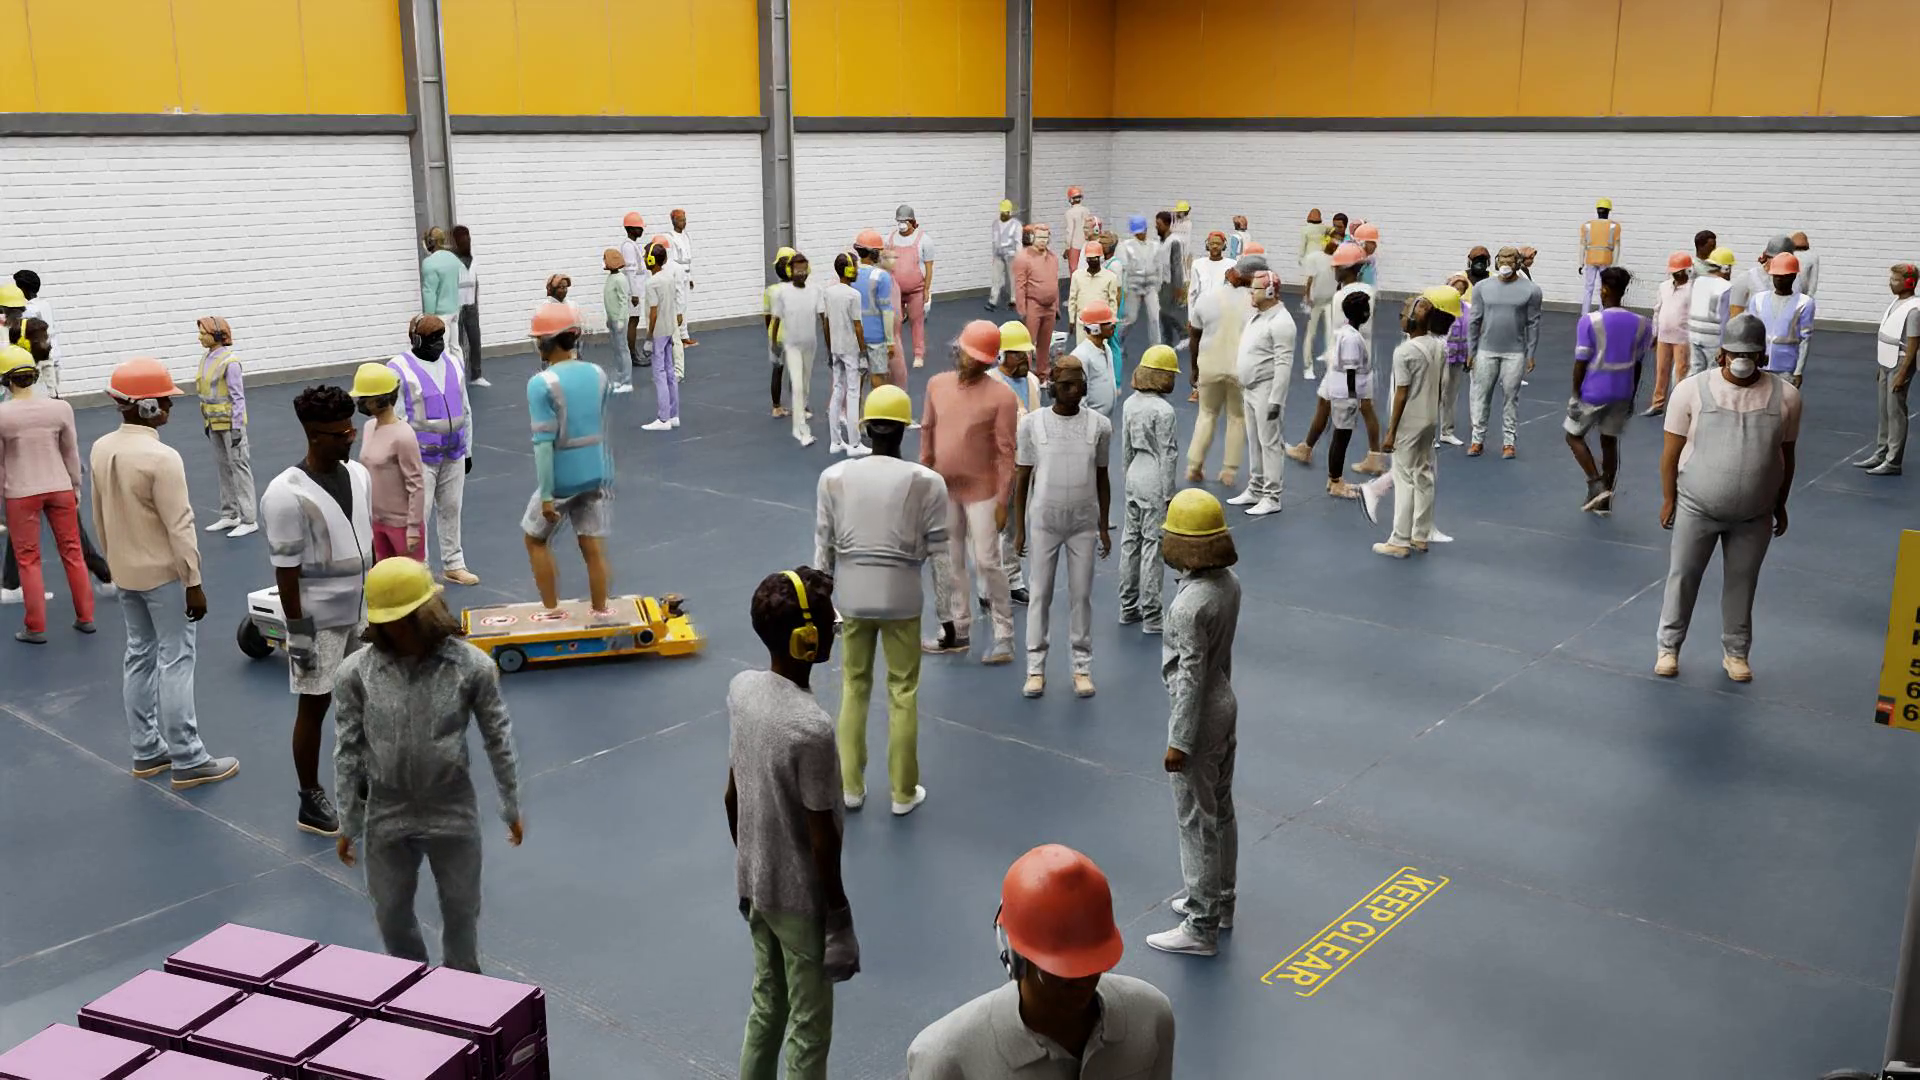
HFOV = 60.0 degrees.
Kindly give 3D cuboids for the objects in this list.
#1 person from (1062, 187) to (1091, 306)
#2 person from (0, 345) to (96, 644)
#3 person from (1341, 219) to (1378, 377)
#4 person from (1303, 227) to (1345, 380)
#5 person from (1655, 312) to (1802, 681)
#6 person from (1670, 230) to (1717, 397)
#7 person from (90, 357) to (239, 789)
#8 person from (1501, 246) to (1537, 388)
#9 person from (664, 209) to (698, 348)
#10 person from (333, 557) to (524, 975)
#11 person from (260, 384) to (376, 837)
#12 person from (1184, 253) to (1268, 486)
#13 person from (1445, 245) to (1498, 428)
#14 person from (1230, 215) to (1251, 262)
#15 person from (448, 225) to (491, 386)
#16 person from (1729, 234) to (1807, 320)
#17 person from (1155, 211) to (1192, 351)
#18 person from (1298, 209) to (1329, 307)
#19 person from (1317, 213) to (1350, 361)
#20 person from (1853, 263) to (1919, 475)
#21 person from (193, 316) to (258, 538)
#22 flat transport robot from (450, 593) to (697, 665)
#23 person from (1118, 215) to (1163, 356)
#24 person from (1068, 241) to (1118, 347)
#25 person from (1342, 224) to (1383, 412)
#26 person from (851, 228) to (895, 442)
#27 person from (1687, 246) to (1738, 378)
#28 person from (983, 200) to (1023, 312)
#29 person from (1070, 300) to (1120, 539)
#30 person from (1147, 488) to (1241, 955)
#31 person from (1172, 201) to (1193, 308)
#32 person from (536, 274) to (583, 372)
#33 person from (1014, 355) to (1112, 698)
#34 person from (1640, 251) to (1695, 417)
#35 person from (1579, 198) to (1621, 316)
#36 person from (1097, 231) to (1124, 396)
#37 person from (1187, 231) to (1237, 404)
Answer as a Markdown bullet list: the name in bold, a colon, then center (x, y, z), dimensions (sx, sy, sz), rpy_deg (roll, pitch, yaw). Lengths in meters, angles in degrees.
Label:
- **person**: center (1.947, -4.934, 27.998), dimensions (0.392, 1.988, 0.609), rpy_deg (12, 18, 40)
- **person**: center (-5.466, -0.270, 9.834), dimensions (0.350, 1.758, 0.522), rpy_deg (12, 19, 40)
- **person**: center (4.767, -2.908, 20.067), dimensions (0.409, 1.909, 0.641), rpy_deg (-12, 18, -39)
- **person**: center (4.312, -2.759, 19.642), dimensions (0.562, 1.811, 0.965), rpy_deg (-2, 14, -10)
- **person**: center (4.188, -0.225, 9.072), dimensions (0.686, 2.000, 0.535), rpy_deg (4, 15, 14)
- **person**: center (7.847, -2.345, 17.791), dimensions (0.379, 1.918, 0.597), rpy_deg (11, 18, 38)
- **person**: center (-3.689, 0.151, 7.663), dimensions (0.623, 1.992, 0.396), rpy_deg (8, 16, 30)
- **person**: center (6.503, -2.596, 19.363), dimensions (0.310, 1.640, 0.514), rpy_deg (10, 17, 35)
- **person**: center (-3.834, -3.576, 22.782), dimensions (0.349, 1.882, 0.584), rpy_deg (5, 15, 19)
- **person**: center (-1.700, 0.873, 5.326), dimensions (0.558, 1.725, 0.418), rpy_deg (-3, 14, -13)
- **person**: center (-2.701, 0.296, 7.169), dimensions (0.386, 1.957, 0.603), rpy_deg (4, 15, 17)
- **person**: center (2.264, -1.456, 13.992), dimensions (0.766, 2.000, 0.543), rpy_deg (4, 15, 16)
- **person**: center (5.117, -2.006, 16.596), dimensions (0.624, 1.845, 0.430), rpy_deg (1, 14, 3)
- **person**: center (4.364, -4.230, 25.918), dimensions (0.316, 1.630, 0.509), rpy_deg (11, 18, 37)
- **person**: center (-5.917, -2.741, 19.458), dimensions (0.784, 1.887, 0.636), rpy_deg (7, 16, 26)
- **person**: center (7.525, -1.832, 15.496), dimensions (0.676, 2.000, 0.536), rpy_deg (1, 14, 4)
- **person**: center (2.810, -3.441, 22.228), dimensions (0.474, 1.896, 0.620), rpy_deg (-3, 14, -11)
- **person**: center (5.924, -4.729, 27.893), dimensions (0.499, 1.634, 0.279), rpy_deg (-2, 14, -6)
- **person**: center (4.876, -3.239, 21.393), dimensions (0.386, 1.912, 0.596), rpy_deg (-12, 18, -39)
- **person**: center (8.171, -1.484, 14.497), dimensions (0.390, 1.847, 0.565), rpy_deg (3, 14, 11)
- **person**: center (-5.459, -0.843, 12.355), dimensions (0.514, 1.641, 0.309), rpy_deg (12, 18, 40)
- **flat transport robot**: center (-2.291, 0.527, 9.655), dimensions (1.431, 0.197, 0.652), rpy_deg (-4, 15, -16)
- **person**: center (2.308, -3.252, 21.474), dimensions (0.636, 1.900, 0.739), rpy_deg (-4, 15, -15)
- **person**: center (1.474, -2.452, 18.554), dimensions (0.562, 1.752, 0.324), rpy_deg (4, 15, 17)
- **person**: center (4.256, -2.366, 17.743), dimensions (0.406, 1.987, 0.615), rpy_deg (8, 16, 29)
- **person**: center (-0.863, -1.958, 15.994), dimensions (0.607, 2.044, 0.375), rpy_deg (10, 17, 35)
- **person**: center (7.540, -2.027, 16.716), dimensions (0.405, 1.828, 0.616), rpy_deg (-5, 15, -18)
- **person**: center (0.708, -4.615, 27.098), dimensions (0.613, 1.792, 0.903), rpy_deg (8, 16, 28)
- **person**: center (1.003, -0.903, 12.352), dimensions (0.319, 1.755, 0.572), rpy_deg (7, 16, 25)
- **person**: center (0.862, 0.666, 6.117), dimensions (0.318, 1.741, 0.492), rpy_deg (7, 16, 25)
- **person**: center (3.715, -4.760, 27.768), dimensions (0.341, 1.760, 0.525), rpy_deg (-3, 14, -11)
- **person**: center (-3.830, -1.731, 15.929), dimensions (0.318, 1.630, 0.513), rpy_deg (10, 17, 34)
- **person**: center (0.553, -0.064, 8.842), dimensions (0.533, 1.844, 0.337), rpy_deg (0, 14, -2)
- **person**: center (7.376, -2.102, 17.177), dimensions (0.346, 1.741, 0.563), rpy_deg (-8, 16, -29)
- **person**: center (9.696, -4.210, 25.245), dimensions (0.584, 1.918, 0.381), rpy_deg (7, 16, 26)
- **person**: center (1.672, -2.540, 18.718), dimensions (0.336, 1.844, 0.508), rpy_deg (-2, 14, -9)
- **person**: center (2.772, -2.436, 18.223), dimensions (0.584, 1.883, 0.346), rpy_deg (6, 15, 22)
